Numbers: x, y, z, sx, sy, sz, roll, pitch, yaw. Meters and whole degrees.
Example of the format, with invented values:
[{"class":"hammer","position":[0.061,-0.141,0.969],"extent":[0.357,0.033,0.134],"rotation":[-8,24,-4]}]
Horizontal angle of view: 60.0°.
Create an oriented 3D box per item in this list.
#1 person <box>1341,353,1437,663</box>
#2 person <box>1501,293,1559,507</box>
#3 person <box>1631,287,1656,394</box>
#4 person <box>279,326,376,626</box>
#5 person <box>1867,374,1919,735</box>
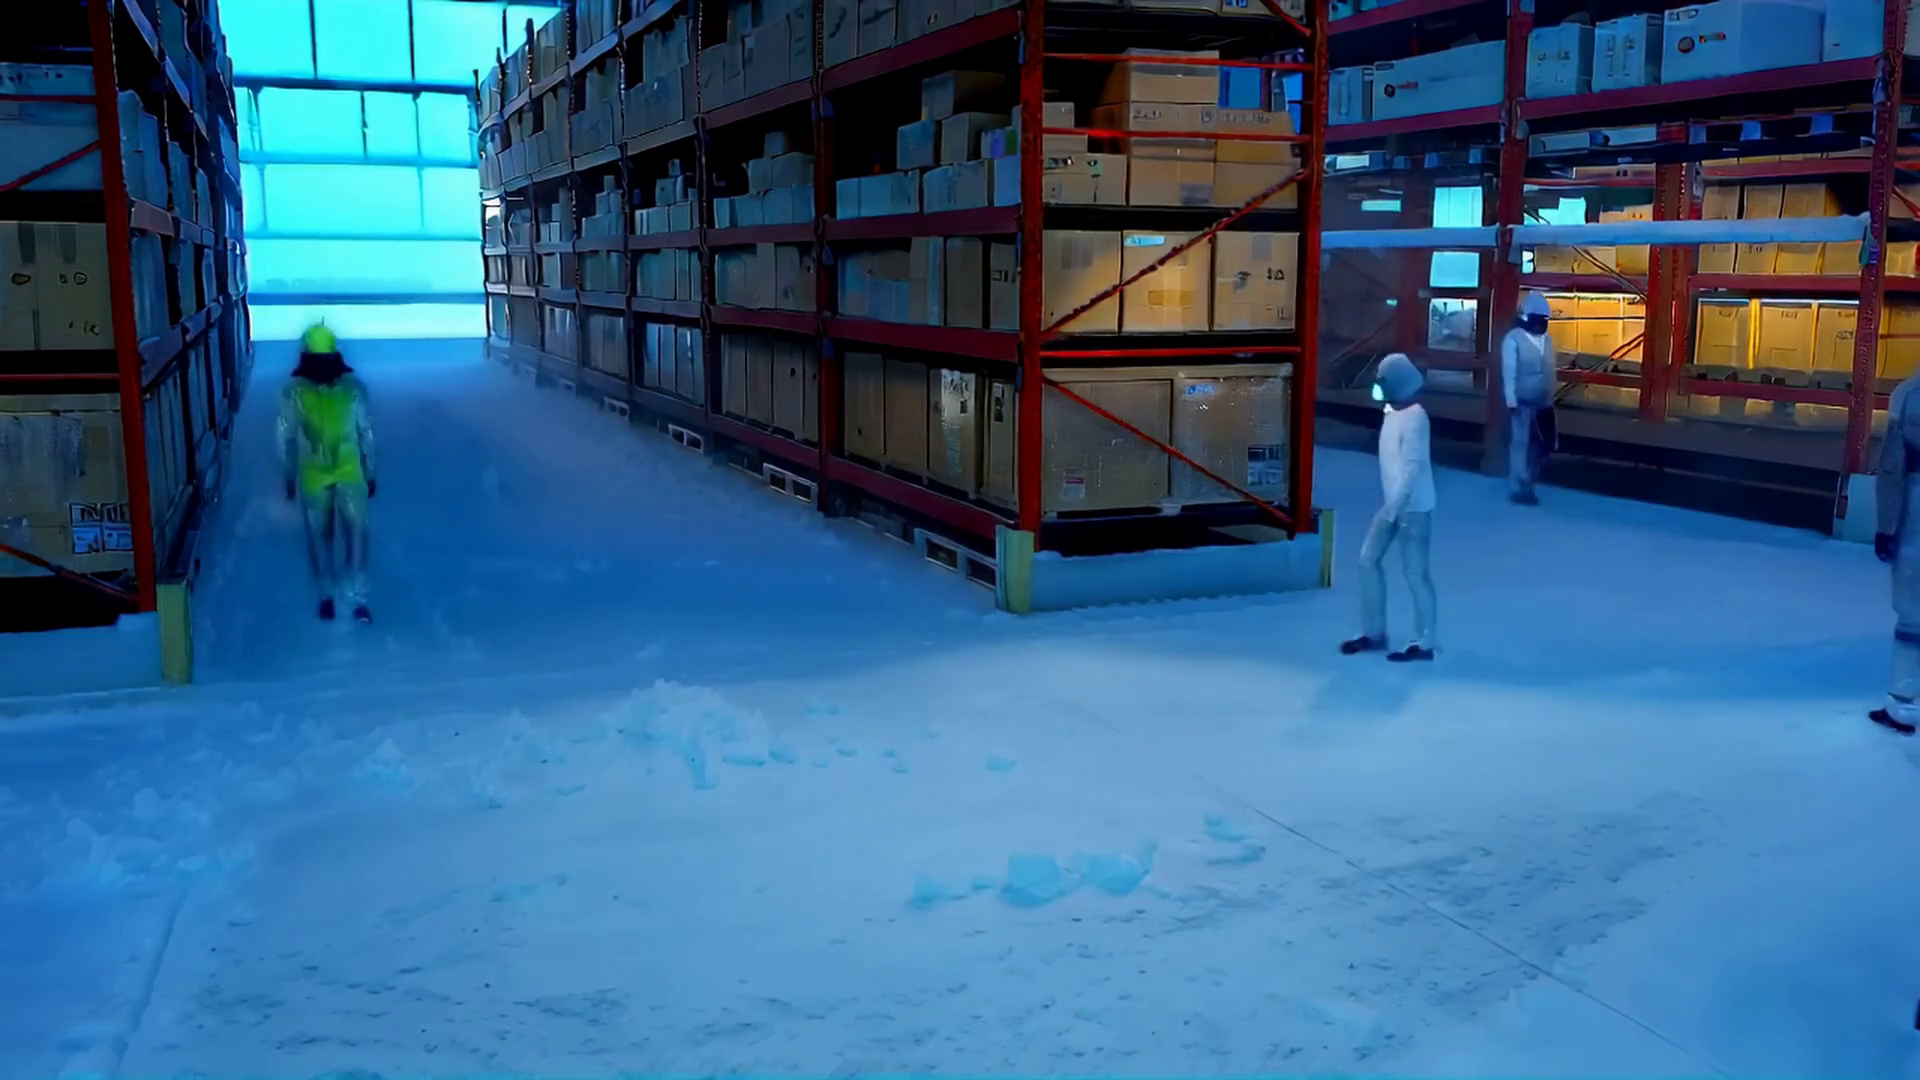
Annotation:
[{"class":"person","position":[2.208,-0.148,8.521],"extent":[0.575,1.607,0.495],"rotation":[-1,10,-9]},{"class":"person","position":[4.847,-1.186,14.137],"extent":[0.601,1.816,0.423],"rotation":[-4,10,-22]},{"class":"person","position":[10.854,-3.172,26.221],"extent":[0.524,1.759,0.328],"rotation":[-3,10,-15]},{"class":"person","position":[-3.572,-0.346,9.428],"extent":[0.506,1.709,0.816],"rotation":[-4,10,-24]},{"class":"person","position":[4.331,-0.080,7.289],"extent":[0.650,1.898,0.395],"rotation":[1,10,5]}]
